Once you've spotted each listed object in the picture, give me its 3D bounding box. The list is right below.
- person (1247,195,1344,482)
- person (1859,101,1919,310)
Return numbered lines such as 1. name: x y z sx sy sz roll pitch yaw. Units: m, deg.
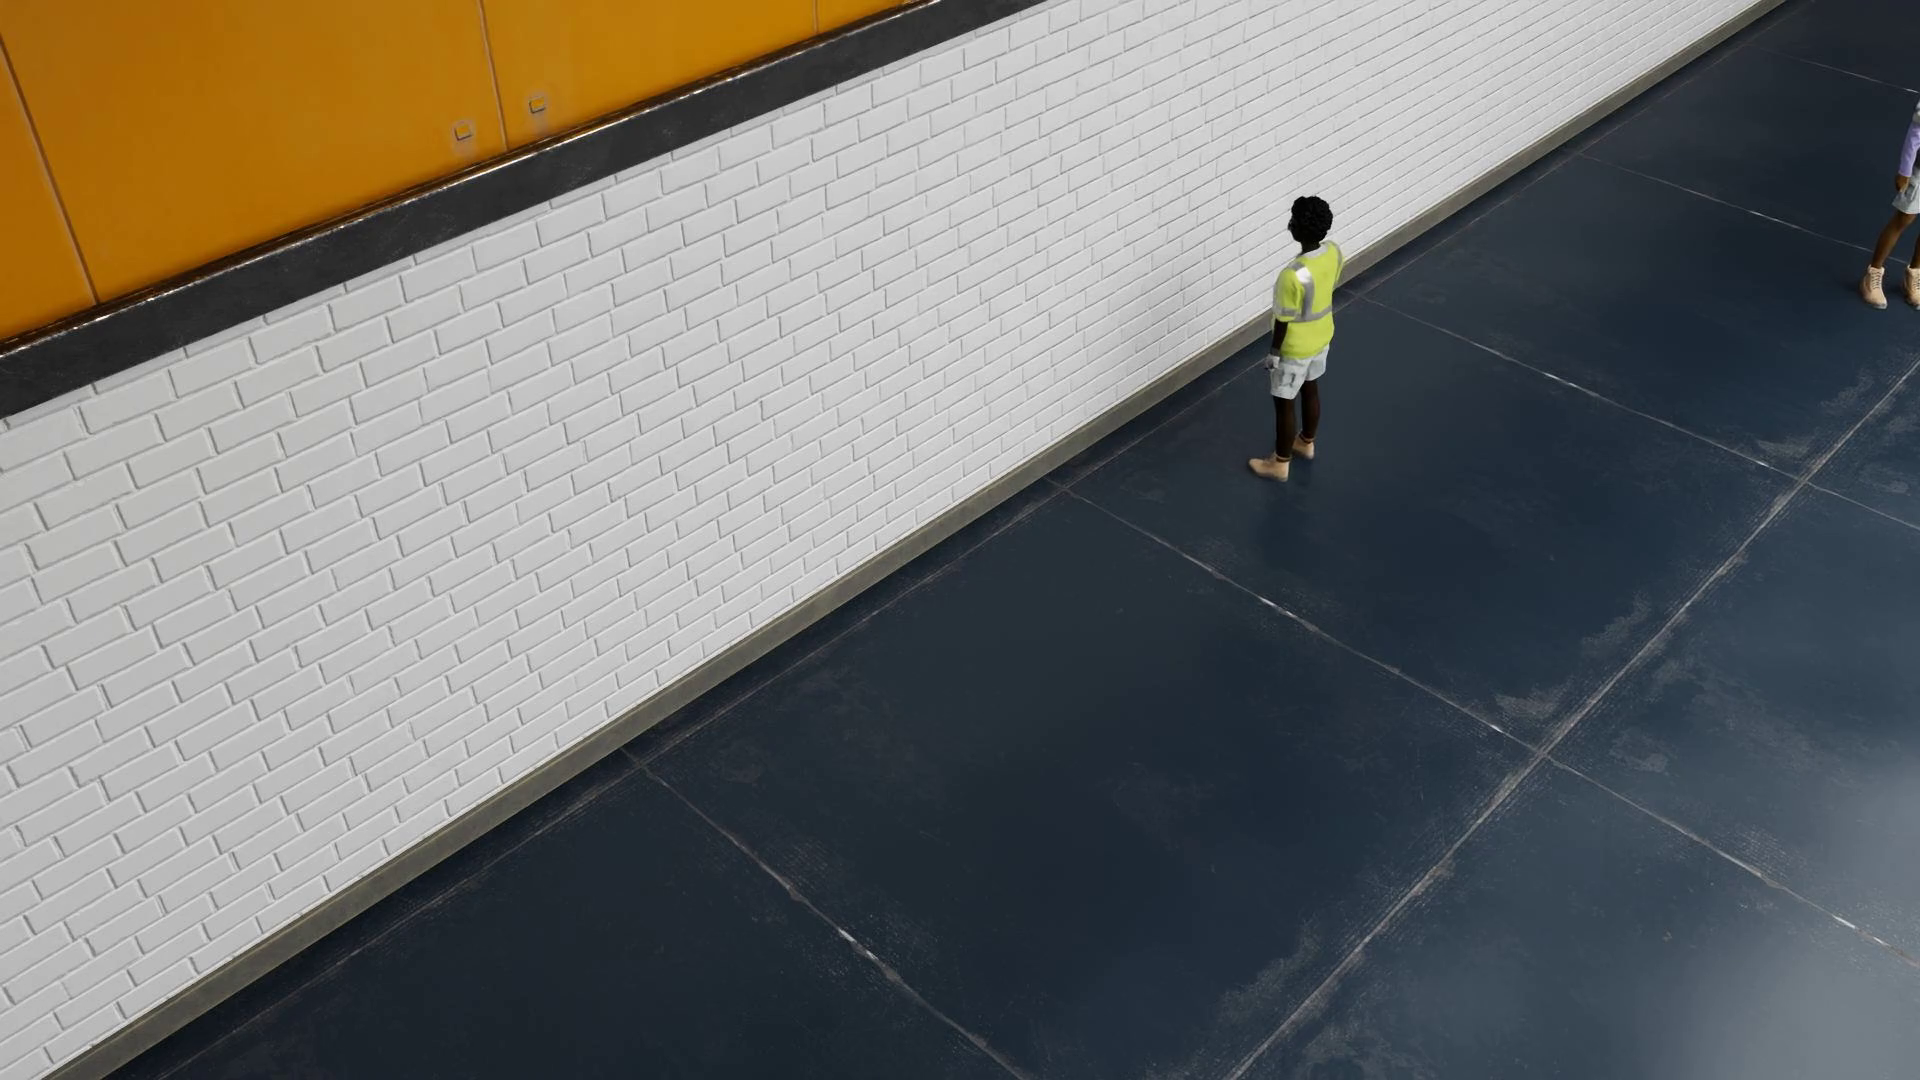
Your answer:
1. person: 1.867 -1.104 9.163 0.322 1.691 0.531 28 46 30
2. person: 6.234 -2.383 10.494 0.598 2.035 0.397 -2 39 -2
